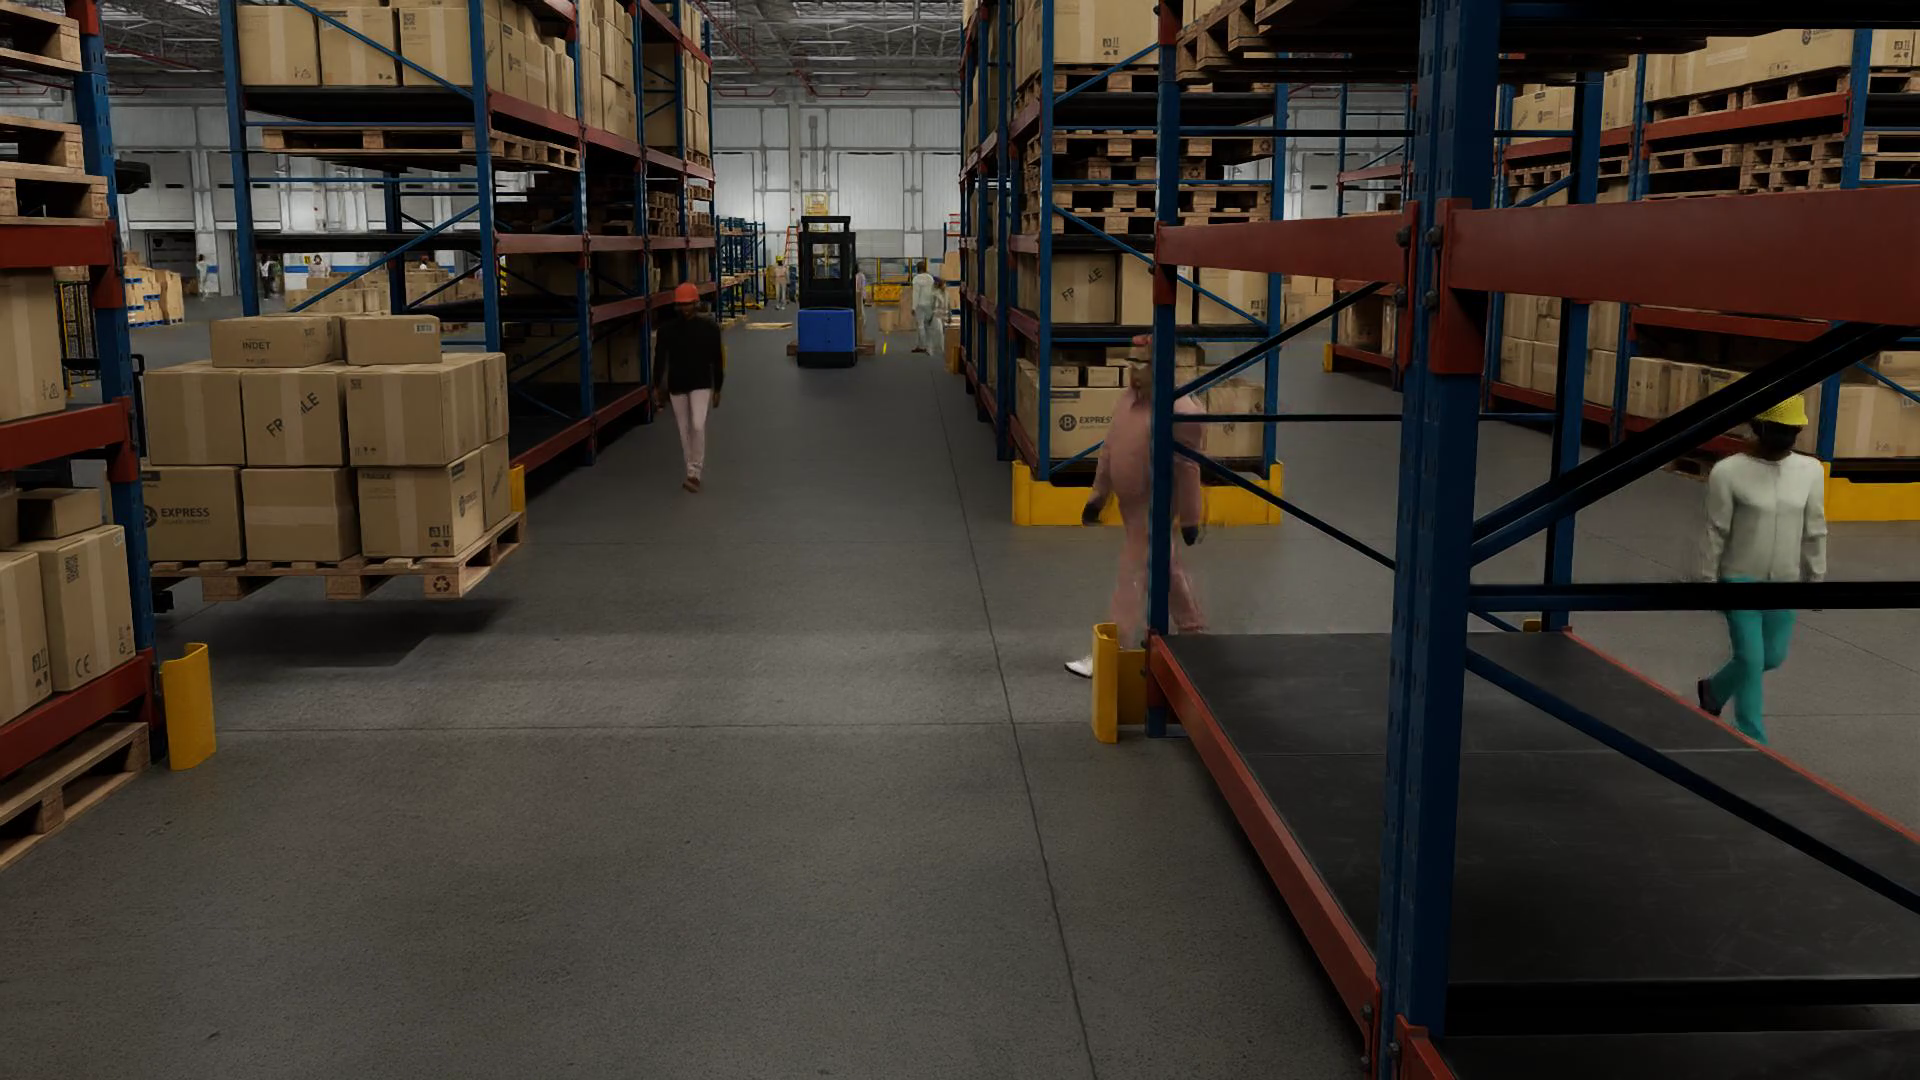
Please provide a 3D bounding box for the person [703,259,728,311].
[{"bbox_3d":[-8.293,-8.640,55.590,0.963,2.000,0.686,-2,10,-13],"label":"person"}]

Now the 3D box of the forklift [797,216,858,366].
[{"bbox_3d":[-2.515,-4.725,31.445,1.129,2.768,1.873,0,10,-2],"label":"forklift"}]

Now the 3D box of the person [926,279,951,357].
[{"bbox_3d":[-0.432,-4.521,33.903,0.864,1.592,0.525,9,14,42],"label":"person"}]

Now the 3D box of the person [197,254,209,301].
[{"bbox_3d":[-30.166,-10.453,66.220,0.439,1.854,0.547,3,11,19],"label":"person"}]

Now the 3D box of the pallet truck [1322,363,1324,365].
[{"bbox_3d":[7.712,-4.157,30.737,1.885,1.965,0.823,3,11,16],"label":"pallet truck"}]

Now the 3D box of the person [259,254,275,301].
[{"bbox_3d":[-27.736,-10.535,66.574,0.621,1.895,0.665,5,11,24],"label":"person"}]

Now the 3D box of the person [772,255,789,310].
[{"bbox_3d":[-6.156,-8.807,56.988,0.597,1.863,1.027,0,10,0],"label":"person"}]

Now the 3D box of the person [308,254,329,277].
[{"bbox_3d":[-20.454,-8.139,53.085,0.627,1.940,0.372,-4,11,-21],"label":"person"}]

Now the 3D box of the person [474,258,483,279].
[{"bbox_3d":[-16.808,-9.123,58.631,0.583,1.919,0.390,-6,12,-29],"label":"person"}]

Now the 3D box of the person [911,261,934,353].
[{"bbox_3d":[-0.803,-4.917,35.140,0.370,1.939,0.631,8,13,37],"label":"person"}]

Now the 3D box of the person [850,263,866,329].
[{"bbox_3d":[-2.746,-6.434,43.993,0.642,1.808,0.942,4,11,22],"label":"person"}]

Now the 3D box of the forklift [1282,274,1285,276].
[{"bbox_3d":[12.240,-10.302,62.509,1.129,2.768,1.873,0,10,-2],"label":"forklift"}]

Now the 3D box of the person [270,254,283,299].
[{"bbox_3d":[-27.809,-10.701,67.634,0.429,1.844,0.623,-1,10,-3],"label":"person"}]

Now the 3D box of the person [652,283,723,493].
[{"bbox_3d":[-2.569,-1.416,15.592,0.614,1.945,0.987,1,10,5],"label":"person"}]

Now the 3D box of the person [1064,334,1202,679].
[{"bbox_3d":[0.997,-0.189,9.055,1.007,1.854,0.642,-5,11,-24],"label":"person"}]

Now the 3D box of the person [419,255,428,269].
[{"bbox_3d":[-17.821,-8.528,55.394,0.355,1.887,0.573,-3,11,-16],"label":"person"}]

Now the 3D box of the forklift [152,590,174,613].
[{"bbox_3d":[-5.858,-0.811,9.639,1.873,2.768,1.129,-1,10,-3],"label":"forklift"}]

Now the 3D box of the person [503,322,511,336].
[{"bbox_3d":[-10.520,-5.668,39.415,1.021,1.911,0.619,2,10,9],"label":"person"}]

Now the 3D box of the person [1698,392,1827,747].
[{"bbox_3d":[3.560,0.150,7.463,0.530,1.739,0.751,-1,10,-5],"label":"person"}]
